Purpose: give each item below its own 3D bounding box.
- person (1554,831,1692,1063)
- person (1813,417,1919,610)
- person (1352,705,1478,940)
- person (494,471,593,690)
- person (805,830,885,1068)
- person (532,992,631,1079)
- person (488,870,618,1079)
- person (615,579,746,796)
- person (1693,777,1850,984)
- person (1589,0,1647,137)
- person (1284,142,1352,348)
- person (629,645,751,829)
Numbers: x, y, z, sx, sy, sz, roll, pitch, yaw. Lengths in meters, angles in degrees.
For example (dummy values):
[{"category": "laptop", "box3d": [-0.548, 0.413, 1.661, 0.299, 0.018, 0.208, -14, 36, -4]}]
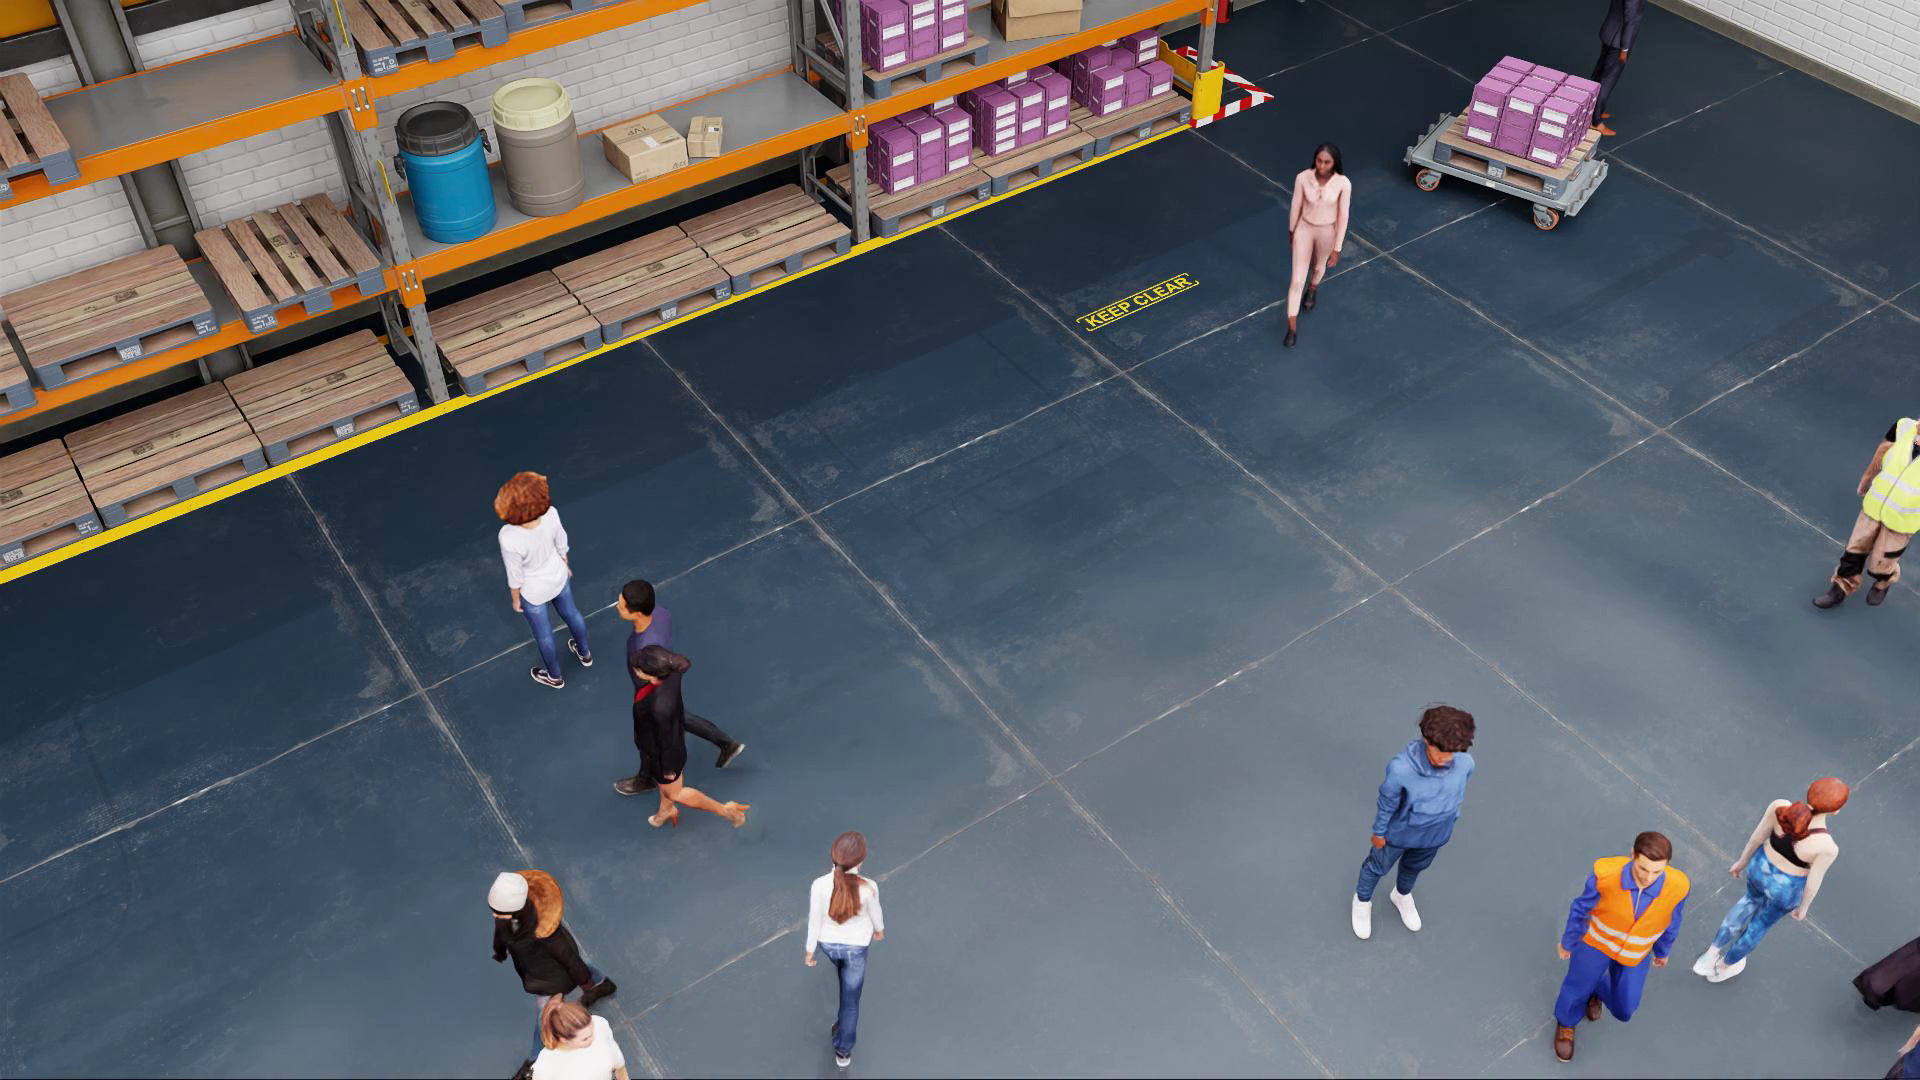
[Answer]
[{"category": "person", "box3d": [3.399, 2.030, 8.667, 0.909, 1.853, 0.968, 7, 44, 8]}, {"category": "person", "box3d": [6.263, -0.238, 11.064, 0.777, 1.830, 0.706, -24, 49, -23]}, {"category": "person", "box3d": [2.518, 1.550, 9.206, 0.659, 1.805, 0.813, -7, 44, -7]}, {"category": "person", "box3d": [-2.666, 0.254, 10.632, 0.754, 1.713, 0.619, 32, 52, 29]}, {"category": "person", "box3d": [-0.634, 2.195, 8.748, 1.002, 1.502, 1.008, -1, 44, -1]}, {"category": "person", "box3d": [-1.883, 2.693, 8.071, 0.797, 1.714, 0.704, 27, 50, 26]}, {"category": "person", "box3d": [-2.111, 2.150, 8.731, 0.850, 1.590, 1.117, 34, 53, 30]}, {"category": "person", "box3d": [-1.736, 0.883, 9.930, 1.157, 1.770, 0.993, -3, 44, -3]}, {"category": "person", "box3d": [4.269, 1.883, 8.877, 0.718, 1.774, 0.601, -21, 48, -21]}, {"category": "person", "box3d": [6.275, -4.789, 15.846, 0.831, 1.824, 0.779, 6, 44, 6]}, {"category": "person", "box3d": [2.919, -2.485, 13.538, 1.088, 1.670, 1.205, 10, 45, 11]}, {"category": "person", "box3d": [-1.633, 1.210, 9.693, 0.985, 1.624, 0.874, 0, 44, 1]}]
